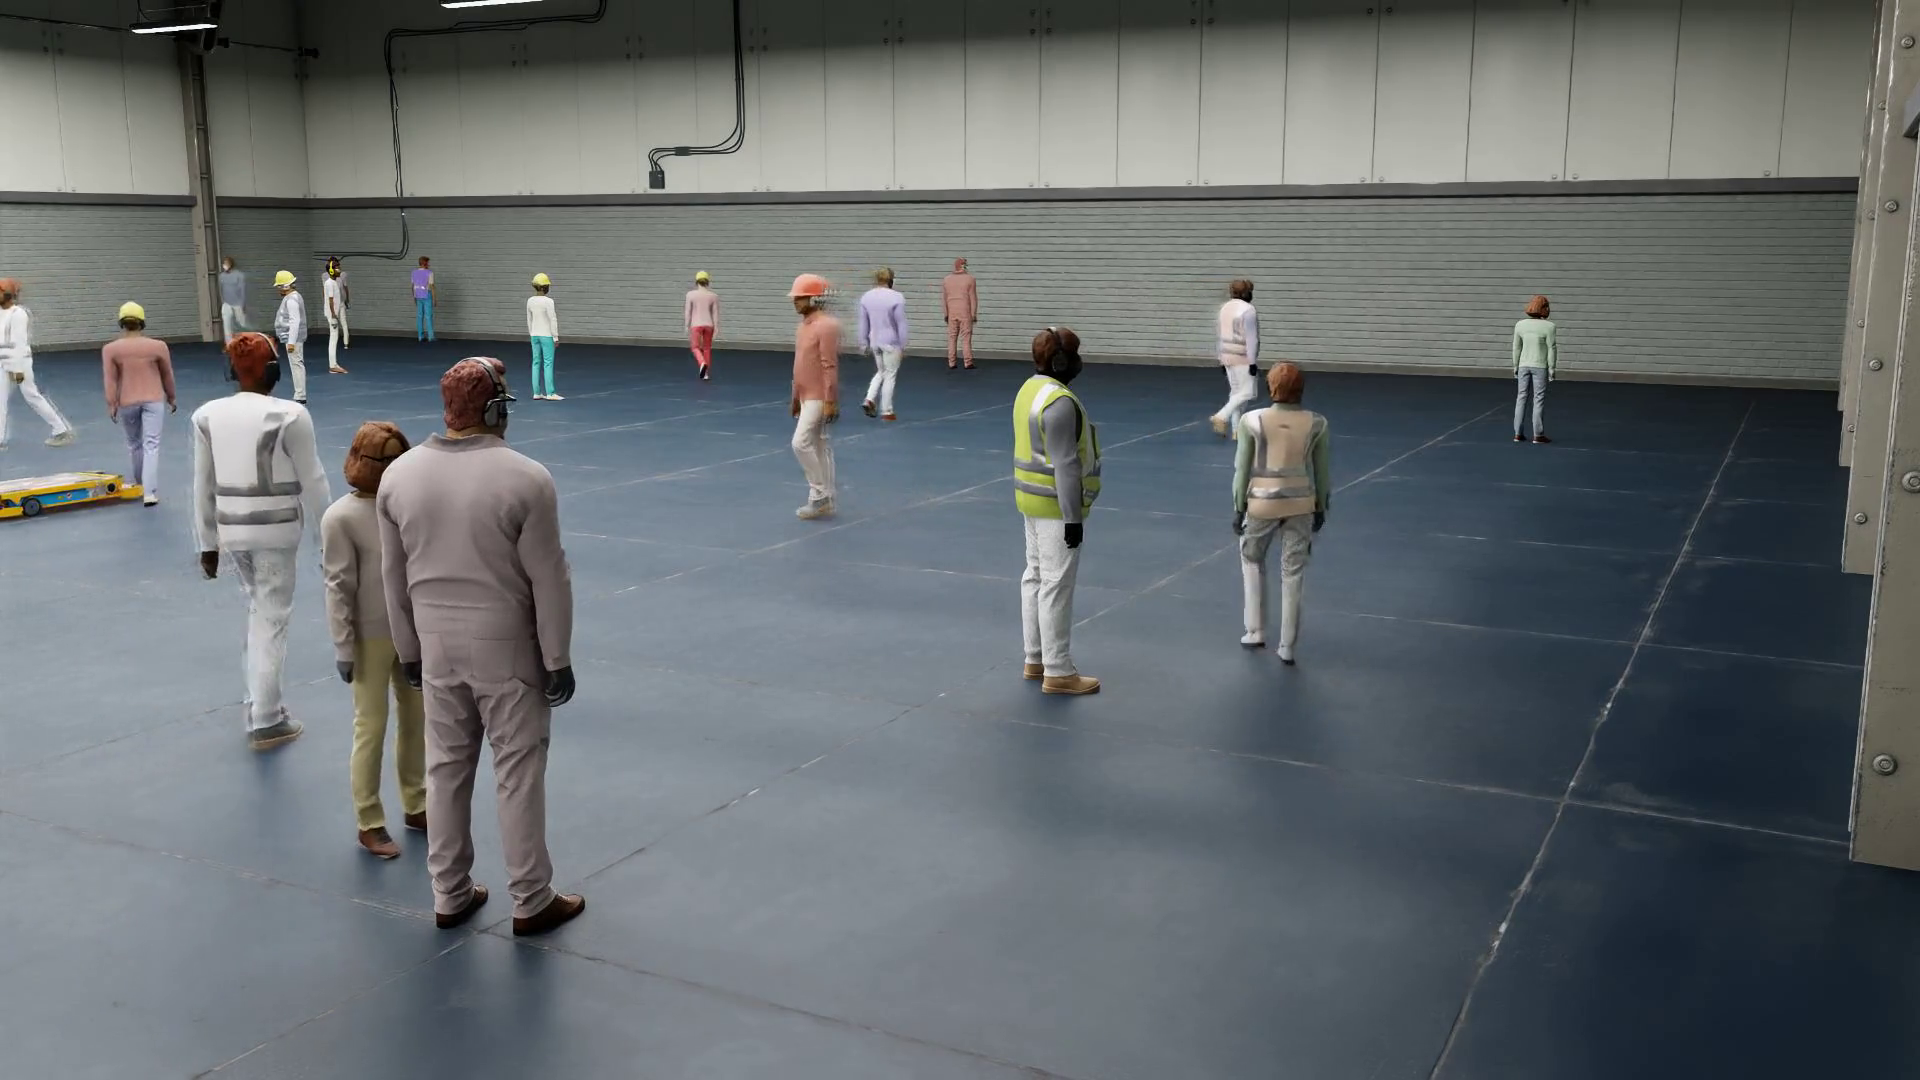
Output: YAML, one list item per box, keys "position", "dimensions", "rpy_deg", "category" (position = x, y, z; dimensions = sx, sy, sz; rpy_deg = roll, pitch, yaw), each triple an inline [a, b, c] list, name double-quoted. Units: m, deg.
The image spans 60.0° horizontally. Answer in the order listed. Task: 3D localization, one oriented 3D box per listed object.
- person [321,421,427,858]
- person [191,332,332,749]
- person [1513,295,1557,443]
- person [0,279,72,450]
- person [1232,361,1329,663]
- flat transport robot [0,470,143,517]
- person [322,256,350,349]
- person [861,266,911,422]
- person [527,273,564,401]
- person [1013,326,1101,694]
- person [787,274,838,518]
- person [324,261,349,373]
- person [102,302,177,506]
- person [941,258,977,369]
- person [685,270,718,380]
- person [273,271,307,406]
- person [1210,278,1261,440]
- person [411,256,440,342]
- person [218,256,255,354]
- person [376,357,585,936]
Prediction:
- position: [-2.128, 0.364, 6.204]
  dimensions: [0.289, 1.623, 0.507]
  rpy_deg: [6, 12, 29]
  category: "person"
- position: [-3.123, -0.006, 7.571]
  dimensions: [0.597, 1.866, 0.619]
  rpy_deg: [3, 11, 18]
  category: "person"
- position: [6.384, -1.894, 18.483]
  dimensions: [0.270, 1.632, 0.508]
  rpy_deg: [-9, 14, -41]
  category: "person"
- position: [-10.107, -1.883, 17.871]
  dimensions: [0.589, 1.844, 0.964]
  rpy_deg: [8, 13, 36]
  category: "person"
- position: [1.735, -0.160, 9.067]
  dimensions: [0.543, 1.618, 0.580]
  rpy_deg: [0, 10, 0]
  category: "person"
- position: [-7.738, -0.396, 14.034]
  dimensions: [0.652, 0.197, 1.431]
  rpy_deg: [5, 12, 27]
  category: "flat transport robot"
- position: [-12.661, -4.816, 33.773]
  dimensions: [0.511, 1.872, 0.328]
  rpy_deg: [-6, 12, -28]
  category: "person"
- position: [-0.908, -2.403, 20.468]
  dimensions: [0.633, 1.924, 0.463]
  rpy_deg: [8, 13, 38]
  category: "person"
- position: [-5.799, -2.824, 23.186]
  dimensions: [0.525, 1.772, 0.307]
  rpy_deg: [6, 12, 31]
  category: "person"
- position: [0.494, -0.153, 8.417]
  dimensions: [0.429, 1.847, 0.627]
  rpy_deg: [-3, 11, -15]
  category: "person"
- position: [-1.249, -1.153, 13.486]
  dimensions: [0.518, 1.980, 0.649]
  rpy_deg: [-5, 11, -24]
  category: "person"
- position: [-10.487, -3.741, 27.909]
  dimensions: [0.334, 1.873, 0.517]
  rpy_deg: [-3, 11, -17]
  category: "person"
- position: [-7.063, -1.180, 14.360]
  dimensions: [0.523, 1.720, 0.915]
  rpy_deg: [-3, 11, -17]
  category: "person"
- position: [0.012, -3.893, 28.652]
  dimensions: [0.643, 1.905, 0.400]
  rpy_deg: [5, 11, 25]
  category: "person"
- position: [-4.052, -3.375, 26.239]
  dimensions: [0.531, 1.746, 0.579]
  rpy_deg: [-4, 11, -23]
  category: "person"
- position: [-8.993, -2.702, 22.377]
  dimensions: [0.403, 1.822, 0.589]
  rpy_deg: [-3, 11, -18]
  category: "person"
- position: [3.073, -1.998, 18.523]
  dimensions: [0.579, 1.828, 0.641]
  rpy_deg: [-4, 11, -20]
  category: "person"
- position: [-11.572, -5.189, 35.894]
  dimensions: [0.564, 1.837, 0.396]
  rpy_deg: [4, 11, 21]
  category: "person"
- position: [-14.167, -4.613, 32.588]
  dimensions: [0.630, 1.911, 0.884]
  rpy_deg: [2, 11, 10]
  category: "person"
- position: [-1.555, 0.352, 5.490]
  dimensions: [0.651, 1.906, 0.403]
  rpy_deg: [3, 11, 15]
  category: "person"
